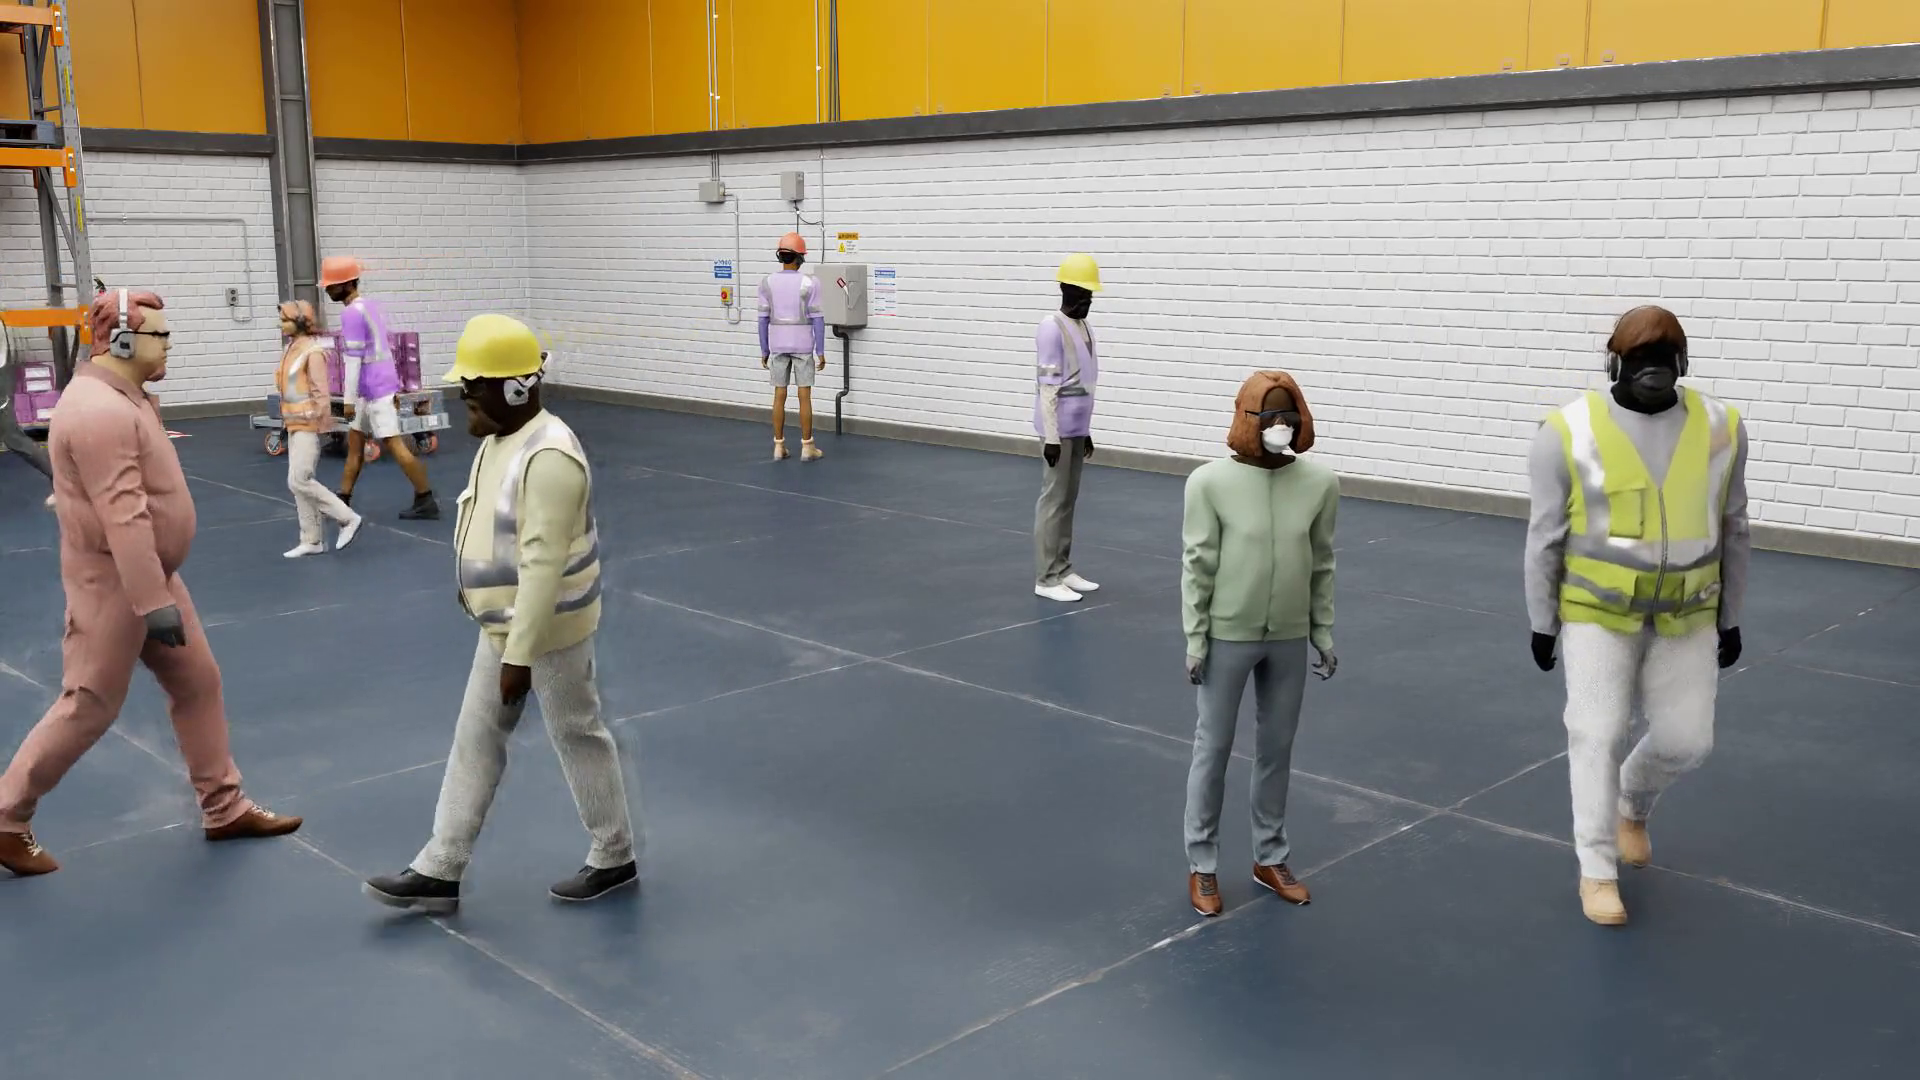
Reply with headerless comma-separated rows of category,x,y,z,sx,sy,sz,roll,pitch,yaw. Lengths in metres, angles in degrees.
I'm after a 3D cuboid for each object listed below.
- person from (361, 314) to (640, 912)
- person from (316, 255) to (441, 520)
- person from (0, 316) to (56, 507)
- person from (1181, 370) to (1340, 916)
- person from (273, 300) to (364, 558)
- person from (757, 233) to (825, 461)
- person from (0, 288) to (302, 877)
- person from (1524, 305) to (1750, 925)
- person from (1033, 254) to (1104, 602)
person,-1.344,0.253,4.847,0.891,1.787,0.609,-7,12,-33
person,-4.185,-1.057,11.727,0.991,1.873,0.575,-2,11,-12
person,-7.008,-1.093,12.166,0.913,1.809,0.513,-9,14,-40
person,0.898,0.305,4.989,0.500,1.633,0.286,-3,11,-14
person,-4.092,-0.691,10.444,0.411,1.628,0.519,-8,13,-37
person,-1.502,-1.730,14.971,0.614,2.042,0.373,2,11,12
person,-2.724,0.133,5.310,0.942,1.864,0.635,-3,11,-15
person,2.003,0.212,4.978,0.645,1.825,0.491,1,10,5
person,0.615,-0.627,9.296,0.392,1.919,0.589,4,11,23
